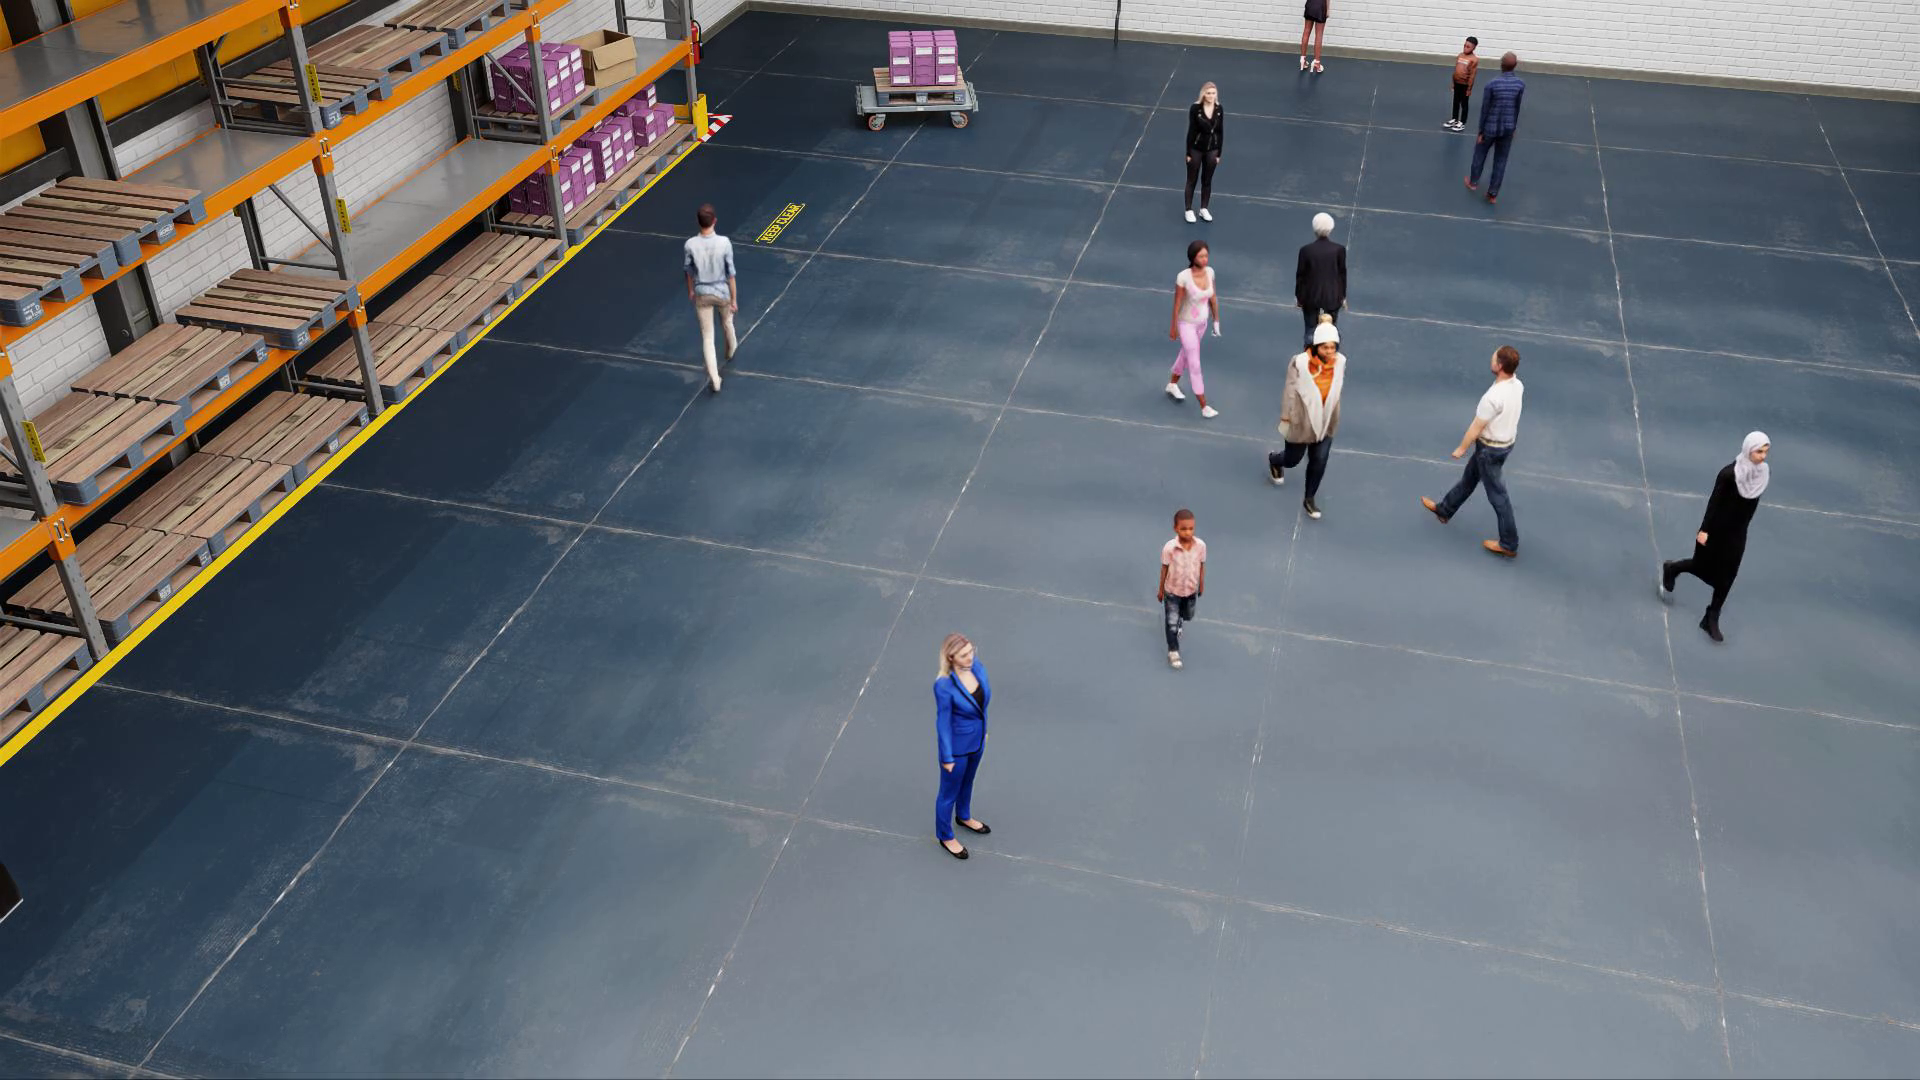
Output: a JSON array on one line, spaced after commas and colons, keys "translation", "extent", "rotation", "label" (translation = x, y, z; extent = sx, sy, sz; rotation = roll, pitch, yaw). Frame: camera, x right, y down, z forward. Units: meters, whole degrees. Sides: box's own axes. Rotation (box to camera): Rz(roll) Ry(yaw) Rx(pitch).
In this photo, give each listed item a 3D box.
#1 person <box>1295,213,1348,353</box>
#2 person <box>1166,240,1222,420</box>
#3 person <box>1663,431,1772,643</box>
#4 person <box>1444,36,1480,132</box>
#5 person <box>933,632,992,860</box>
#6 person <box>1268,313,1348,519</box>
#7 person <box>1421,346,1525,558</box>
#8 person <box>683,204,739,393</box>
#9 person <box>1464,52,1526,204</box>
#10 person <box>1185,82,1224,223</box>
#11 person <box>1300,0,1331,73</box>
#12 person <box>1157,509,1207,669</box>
[{"translation": [3.538, -2.290, 16.118], "extent": [0.769, 1.762, 0.666], "rotation": [6, 34, 9], "label": "person"}, {"translation": [2.164, -2.053, 15.845], "extent": [1.080, 1.700, 1.123], "rotation": [-19, 38, -26], "label": "person"}, {"translation": [5.843, -0.107, 12.863], "extent": [0.880, 1.760, 1.117], "rotation": [-6, 34, -9], "label": "person"}, {"translation": [6.811, -6.179, 22.454], "extent": [0.646, 1.255, 0.586], "rotation": [-18, 38, -25], "label": "person"}, {"translation": [-0.008, 1.302, 10.796], "extent": [0.741, 1.701, 0.591], "rotation": [20, 38, 27], "label": "person"}, {"translation": [2.982, -1.118, 14.281], "extent": [0.954, 1.873, 1.105], "rotation": [-7, 34, -10], "label": "person"}, {"translation": [4.463, -0.680, 13.685], "extent": [1.130, 1.804, 1.254], "rotation": [27, 42, 35], "label": "person"}, {"translation": [-2.413, -2.309, 16.136], "extent": [0.906, 1.803, 1.255], "rotation": [-1, 34, -1], "label": "person"}, {"translation": [6.553, -4.961, 20.130], "extent": [0.794, 1.798, 0.999], "rotation": [1, 34, 1], "label": "person"}, {"translation": [2.867, -4.594, 19.681], "extent": [0.670, 1.685, 0.658], "rotation": [-4, 34, -5], "label": "person"}, {"translation": [5.222, -7.774, 24.370], "extent": [0.680, 1.790, 0.647], "rotation": [-28, 42, -35], "label": "person"}, {"translation": [1.667, 0.311, 12.650], "extent": [0.687, 1.299, 0.848], "rotation": [-5, 34, -7], "label": "person"}]
